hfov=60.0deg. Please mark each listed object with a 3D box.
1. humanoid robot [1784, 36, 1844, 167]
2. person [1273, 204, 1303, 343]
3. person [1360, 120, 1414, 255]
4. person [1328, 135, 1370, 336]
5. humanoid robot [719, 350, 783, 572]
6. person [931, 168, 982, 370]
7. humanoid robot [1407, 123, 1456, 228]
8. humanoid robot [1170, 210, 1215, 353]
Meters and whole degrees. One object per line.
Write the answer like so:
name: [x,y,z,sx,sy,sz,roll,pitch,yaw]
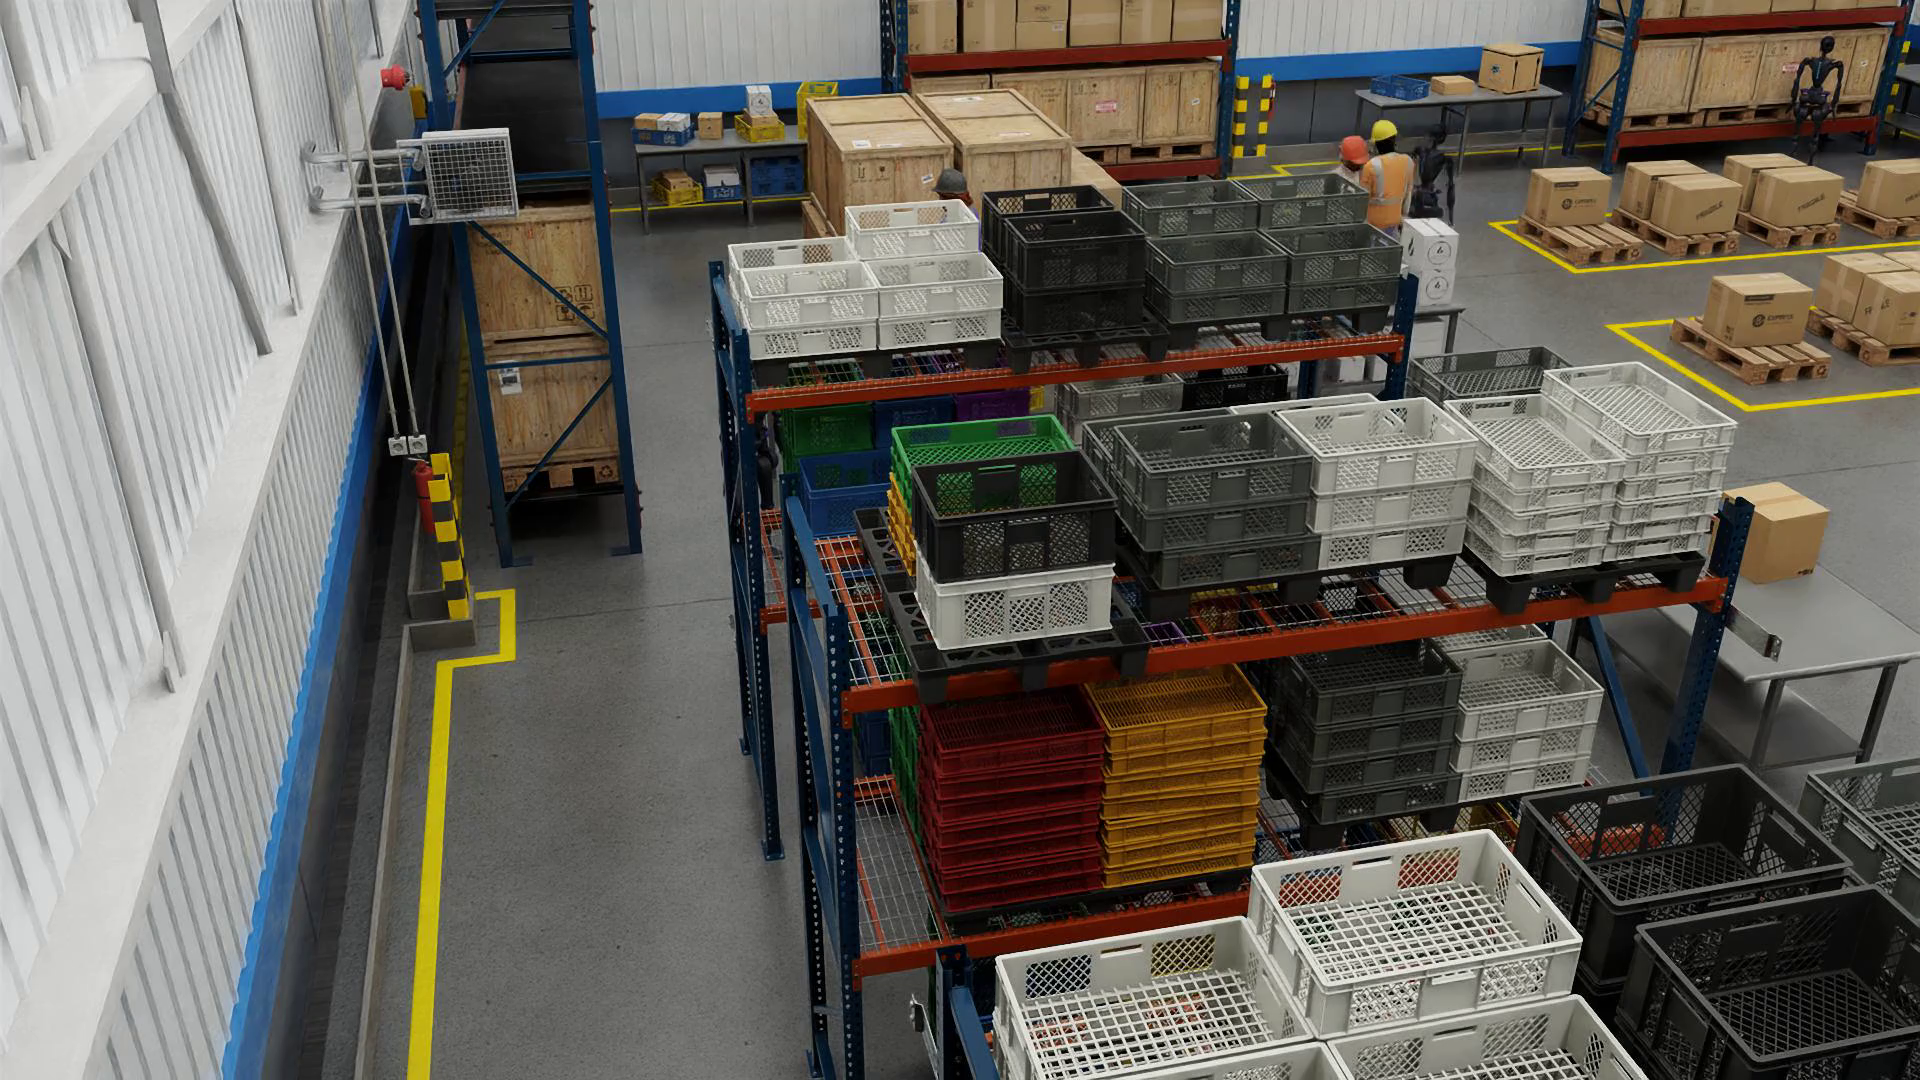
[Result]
humanoid robot: [10.731,-5.493,20.942,0.602,1.657,0.315,19,33,32]
person: [2.990,-2.205,14.669,0.845,1.719,0.560,-8,29,-14]
person: [4.162,-3.127,16.248,0.597,1.891,0.709,-15,31,-26]
person: [3.608,-2.861,15.677,0.689,1.949,0.649,14,31,25]
humanoid robot: [-1.444,-0.578,11.630,0.322,1.649,0.593,22,35,35]
person: [-0.087,-2.201,14.324,0.536,2.000,0.679,8,29,14]
humanoid robot: [4.804,-3.469,17.116,0.387,1.641,0.615,-19,33,-32]
humanoid robot: [2.063,-2.215,14.815,0.668,1.616,0.758,-11,30,-20]
